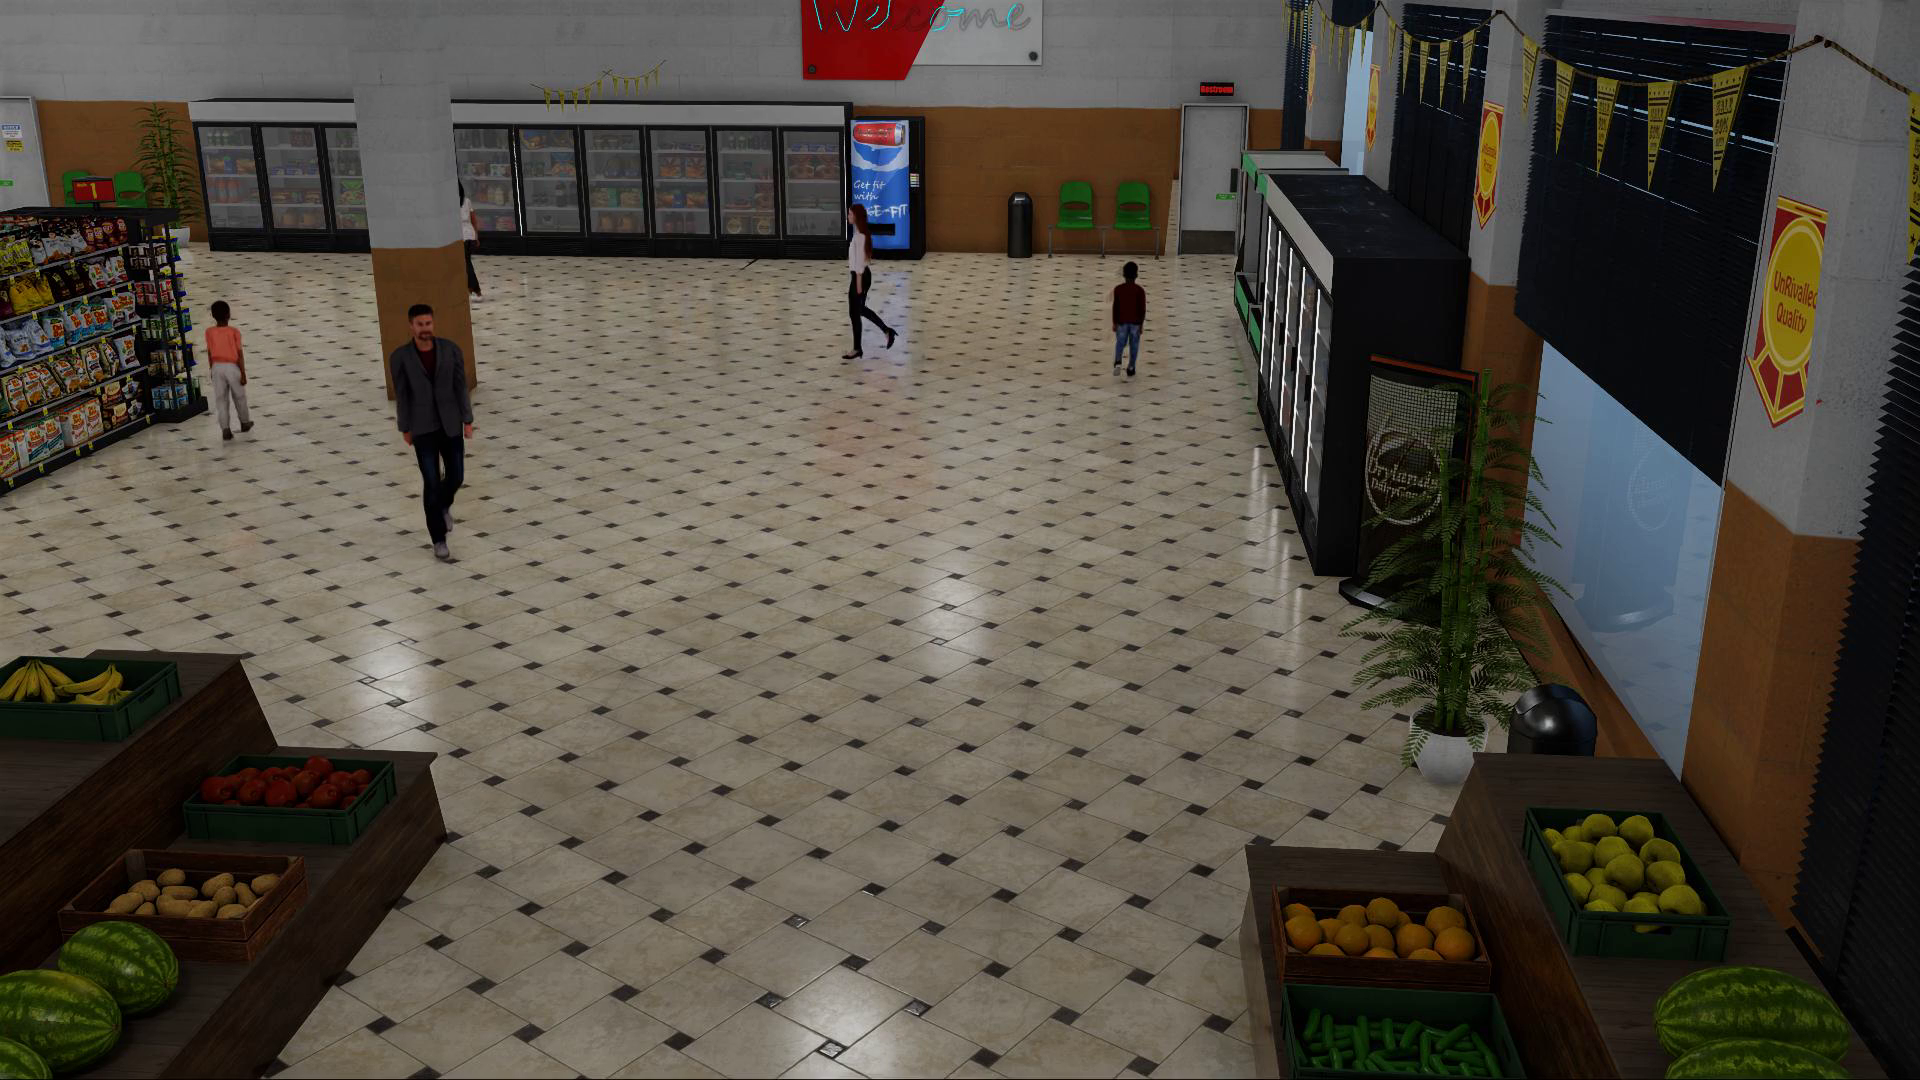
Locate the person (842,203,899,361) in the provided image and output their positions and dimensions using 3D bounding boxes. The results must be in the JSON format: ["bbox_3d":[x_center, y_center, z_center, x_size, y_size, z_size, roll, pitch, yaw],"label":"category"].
[{"bbox_3d":[-1.025,-2.862,18.546,0.660,1.747,0.784,2,19,5],"label":"person"}]

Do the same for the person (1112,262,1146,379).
[{"bbox_3d":[1.798,-2.323,17.732,0.566,1.245,0.694,5,19,15],"label":"person"}]

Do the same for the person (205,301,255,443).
[{"bbox_3d":[-6.760,-1.521,15.297,0.646,1.281,0.944,-3,19,-8],"label":"person"}]

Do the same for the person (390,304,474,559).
[{"bbox_3d":[-3.923,-0.848,12.427,1.081,1.840,1.224,-11,21,-28],"label":"person"}]
